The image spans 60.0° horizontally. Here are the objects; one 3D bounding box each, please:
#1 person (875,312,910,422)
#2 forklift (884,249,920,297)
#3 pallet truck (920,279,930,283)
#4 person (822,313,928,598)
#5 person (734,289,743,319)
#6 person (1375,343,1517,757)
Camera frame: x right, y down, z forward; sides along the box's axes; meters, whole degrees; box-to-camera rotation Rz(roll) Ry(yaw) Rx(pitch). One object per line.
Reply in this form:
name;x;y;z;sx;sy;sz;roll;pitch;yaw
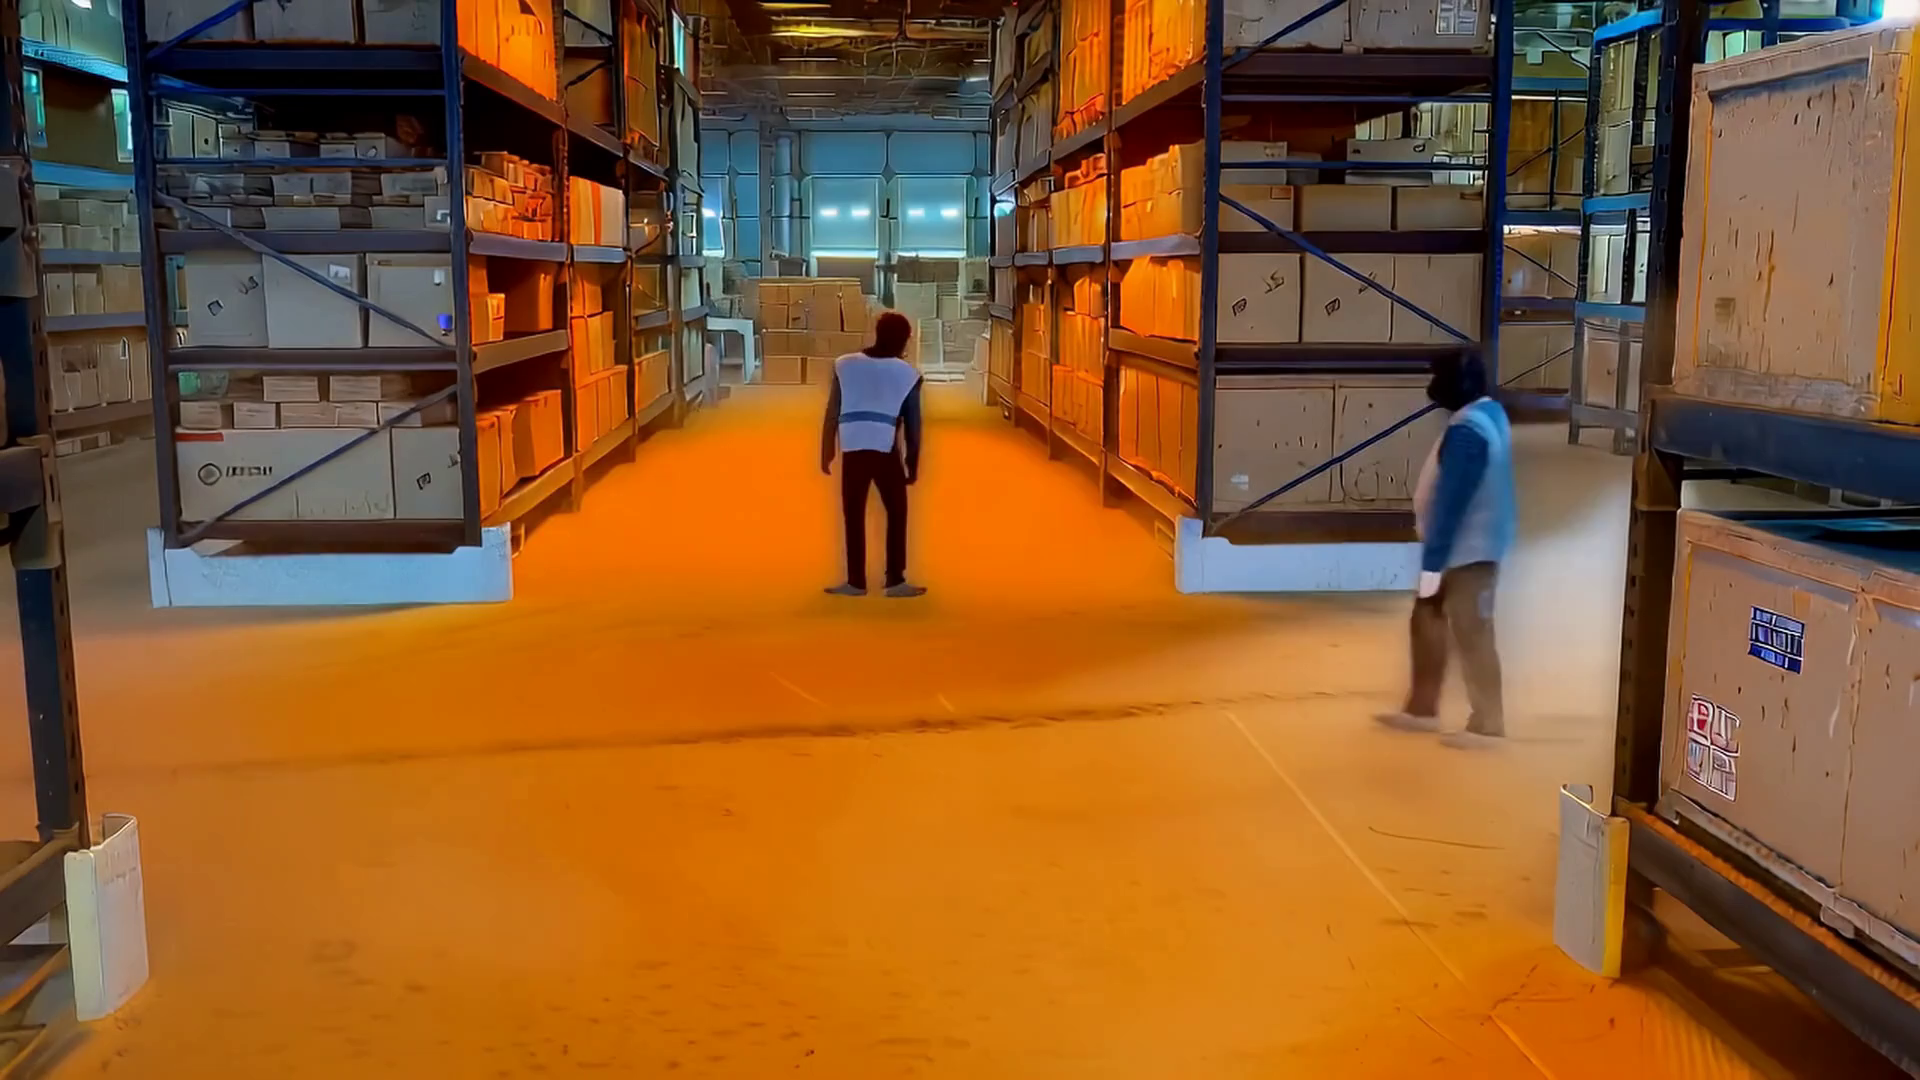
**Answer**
person;-0.949;-2.445;23.677;0.515;1.605;0.827;1;9;5
forklift;-1.572;-6.537;45.376;1.129;2.768;1.873;3;9;16
pallet truck;-0.932;-8.922;63.114;1.885;1.965;0.823;2;9;13
person;-0.578;-0.537;10.887;0.687;1.875;0.375;0;9;-1
person;-7.603;-7.873;57.678;0.408;1.623;0.585;-8;12;-42
person;2.116;0.046;7.357;0.736;1.815;0.661;4;10;25
